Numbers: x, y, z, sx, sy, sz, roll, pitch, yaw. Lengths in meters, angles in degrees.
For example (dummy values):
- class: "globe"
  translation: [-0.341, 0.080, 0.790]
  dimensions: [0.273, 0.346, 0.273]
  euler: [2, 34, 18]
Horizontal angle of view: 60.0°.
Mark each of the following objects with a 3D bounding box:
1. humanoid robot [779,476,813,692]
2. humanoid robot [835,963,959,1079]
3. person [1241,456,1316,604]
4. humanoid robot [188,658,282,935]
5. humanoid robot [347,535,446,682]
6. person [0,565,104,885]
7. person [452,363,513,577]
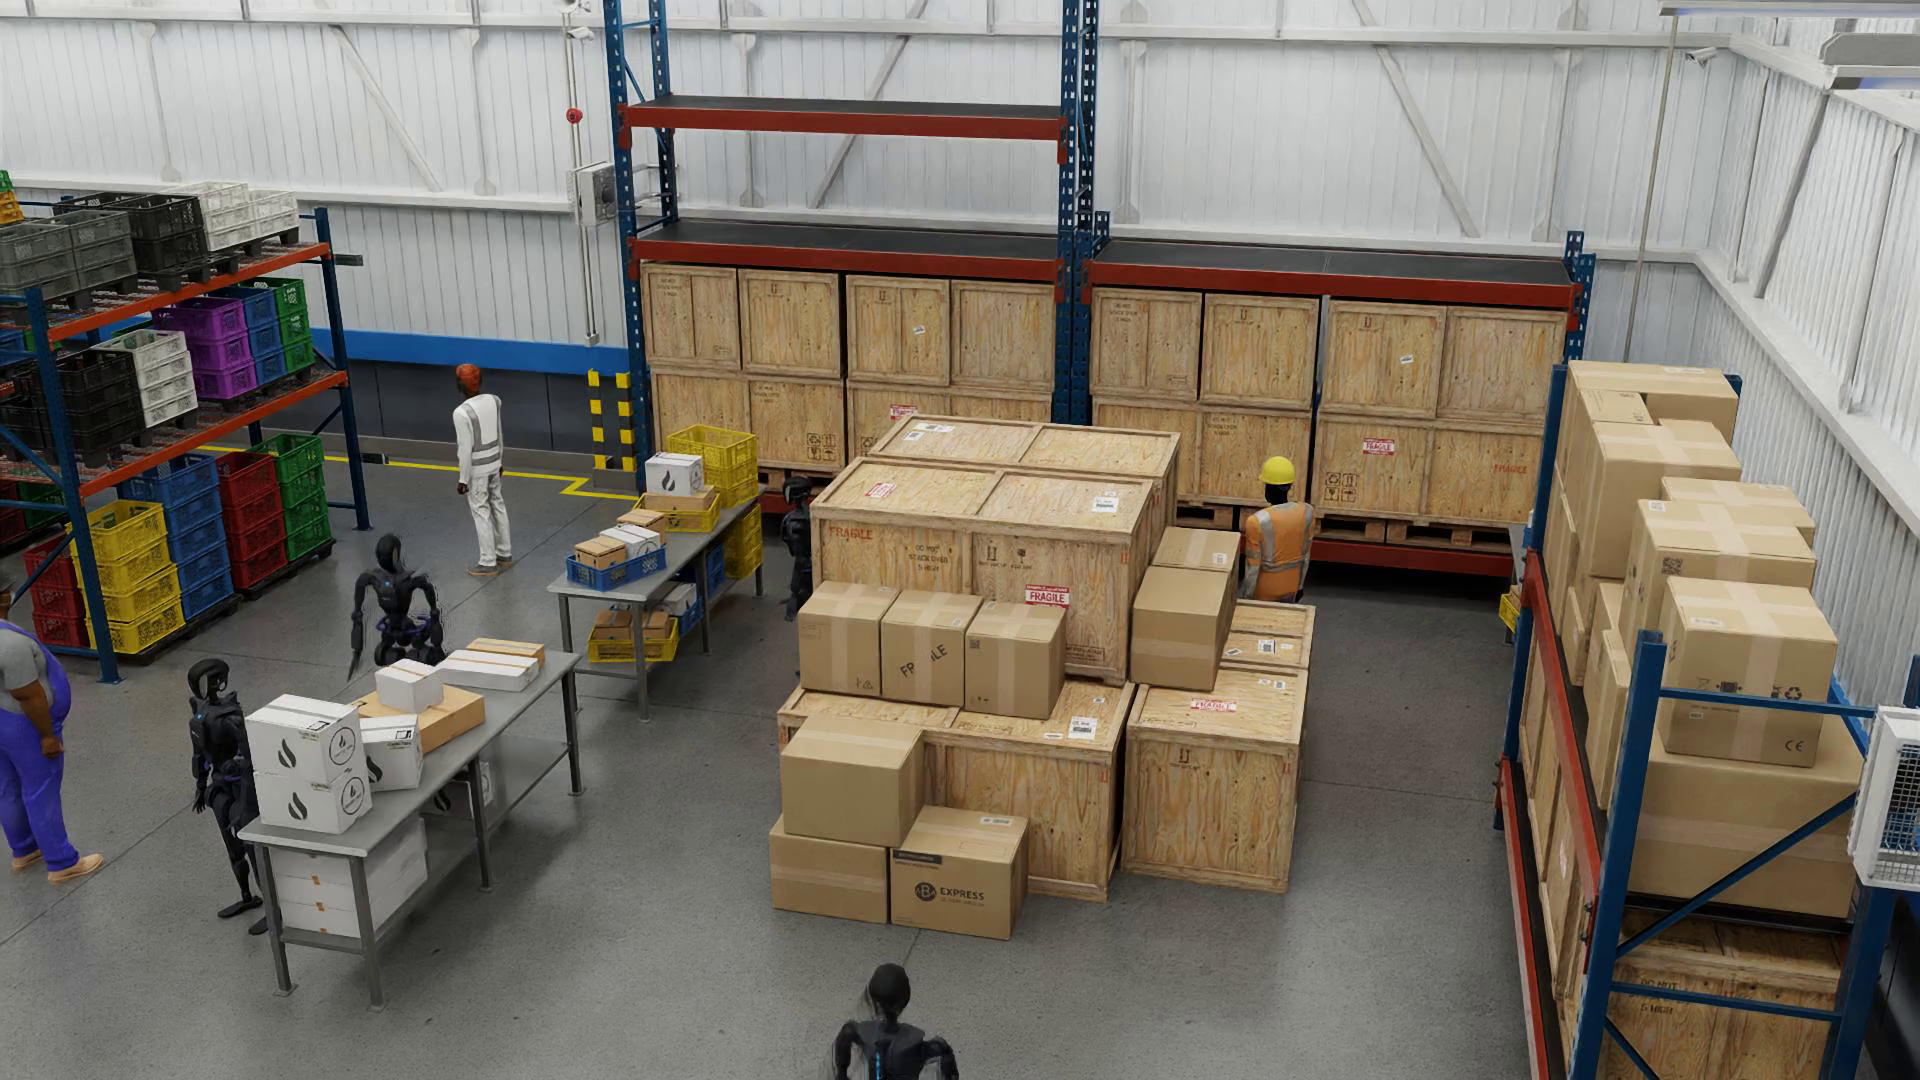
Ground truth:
- class: "humanoid robot"
  translation: [-1.149, 0.322, 12.210]
  dimensions: [0.315, 1.657, 0.602]
  euler: [1, 21, 2]
- class: "humanoid robot"
  translation: [-0.251, 2.468, 6.639]
  dimensions: [0.604, 1.641, 0.552]
  euler: [10, 23, 24]
- class: "person"
  translation: [2.230, 0.330, 11.860]
  dimensions: [0.586, 1.927, 0.360]
  euler: [-12, 24, -29]
- class: "humanoid robot"
  translation: [-4.090, 1.428, 9.316]
  dimensions: [0.600, 1.658, 0.325]
  euler: [15, 25, 34]
- class: "humanoid robot"
  translation: [-3.769, 0.742, 11.148]
  dimensions: [0.574, 1.635, 0.606]
  euler: [3, 21, 8]
- class: "person"
  translation: [-5.529, 1.048, 9.826]
  dimensions: [0.682, 2.000, 0.539]
  euler: [11, 24, 28]
- class: "person"
  translation: [-4.143, -0.608, 14.375]
  dimensions: [0.341, 1.881, 0.584]
  euler: [7, 22, 19]
